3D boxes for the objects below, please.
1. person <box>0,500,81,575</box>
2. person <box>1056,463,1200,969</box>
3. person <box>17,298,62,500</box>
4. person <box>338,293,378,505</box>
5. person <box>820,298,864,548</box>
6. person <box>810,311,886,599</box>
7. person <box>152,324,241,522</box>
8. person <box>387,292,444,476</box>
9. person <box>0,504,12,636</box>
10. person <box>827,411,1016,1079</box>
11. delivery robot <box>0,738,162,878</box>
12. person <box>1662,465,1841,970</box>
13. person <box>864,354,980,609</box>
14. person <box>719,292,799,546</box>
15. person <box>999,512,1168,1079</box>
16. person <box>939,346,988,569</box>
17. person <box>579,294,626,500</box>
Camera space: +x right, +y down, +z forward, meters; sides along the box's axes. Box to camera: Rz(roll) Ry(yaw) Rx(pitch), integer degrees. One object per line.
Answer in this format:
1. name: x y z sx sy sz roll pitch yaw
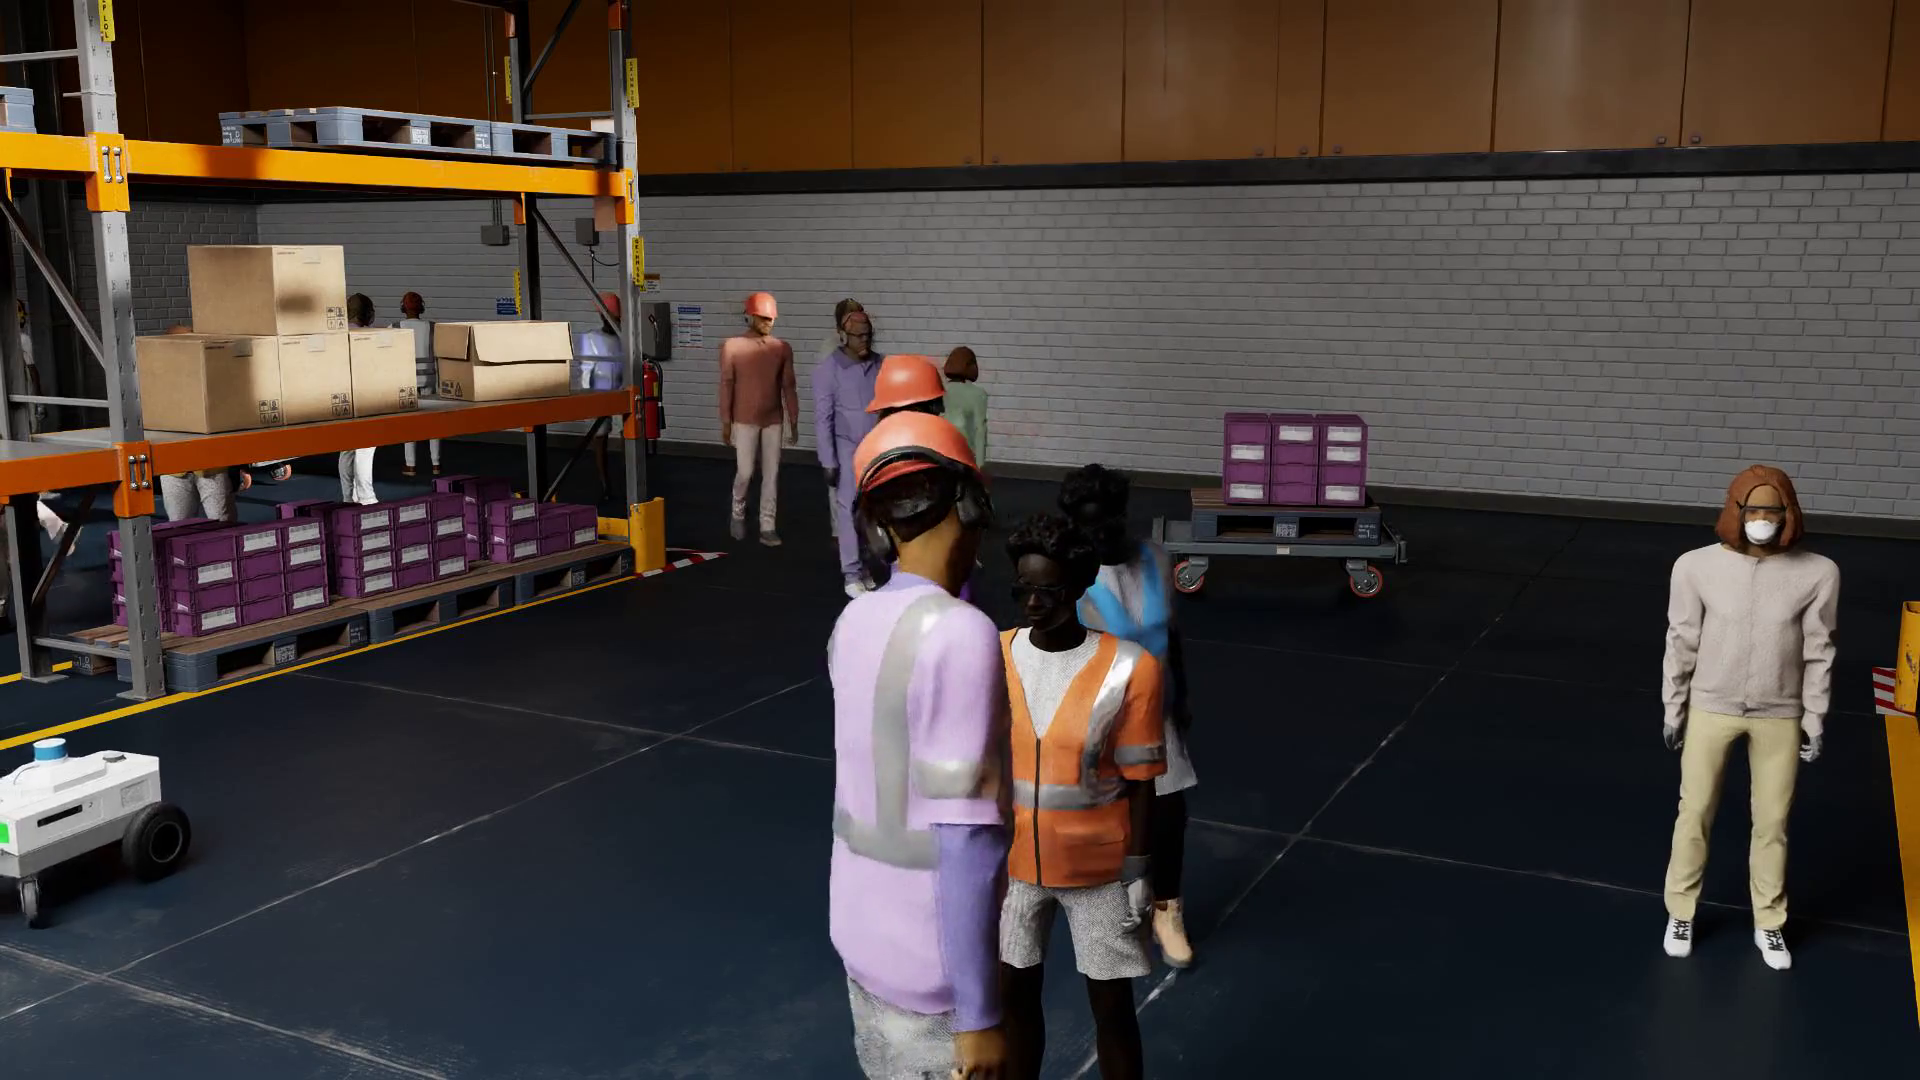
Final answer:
1. person: -6.709 -0.721 11.717 0.661 1.978 0.636 -1 10 -6
2. person: 0.496 0.575 5.173 0.601 1.656 0.429 -5 11 -29
3. person: -8.645 -1.287 15.336 0.510 1.867 0.328 3 10 16
4. person: -5.246 -1.181 14.538 0.629 1.933 0.360 9 13 41
5. person: -0.862 -0.903 12.917 0.401 1.936 0.646 3 10 16
6. person: -0.671 -0.565 11.070 0.724 1.898 0.644 -8 13 -40
7. person: -4.889 -0.455 10.625 0.620 1.836 0.430 -1 10 -6
8. person: -5.582 -1.603 17.107 0.584 1.882 0.337 -5 11 -27
9. person: -5.931 -0.327 9.868 0.588 1.833 0.404 0 10 0
10. person: -0.067 0.771 3.092 0.399 1.989 0.707 -3 10 -18
11. delivery robot: -3.211 0.949 5.904 0.477 0.478 0.707 4 10 21
12. person: 2.506 0.565 5.315 0.495 1.626 0.284 3 10 19
13. person: -0.131 0.270 6.169 0.434 1.914 0.577 3 10 16
14. person: -1.554 -0.932 12.936 0.636 1.981 0.423 -6 11 -29
15. person: 0.230 0.765 3.977 0.534 1.688 0.320 4 11 23
16. person: -0.013 -0.569 11.888 0.516 1.615 0.427 5 11 26
17. person: -3.164 -1.267 15.126 0.571 1.900 0.888 -4 10 -20
